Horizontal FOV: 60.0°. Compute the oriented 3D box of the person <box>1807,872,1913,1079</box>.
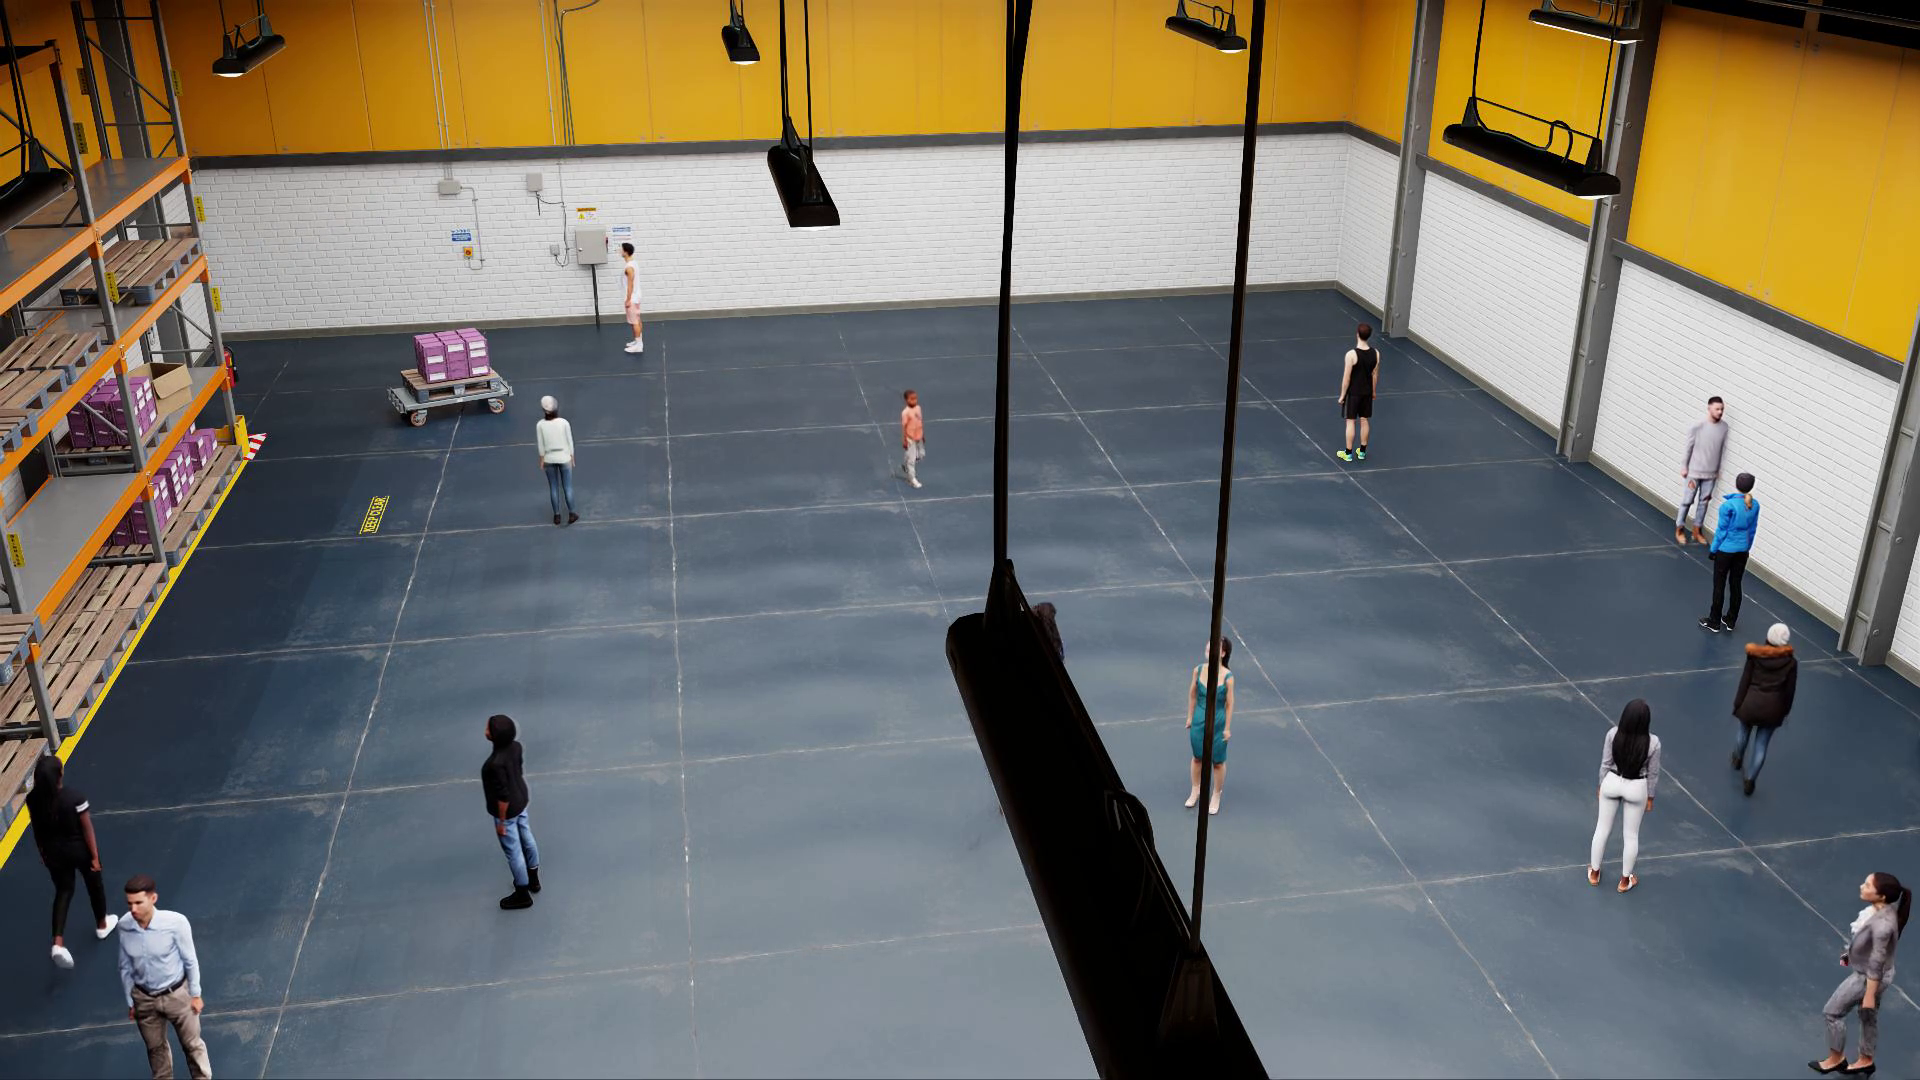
[{"bbox_3d":[6.273,3.013,11.309,0.826,1.659,0.767,17,29,33],"label":"person"}]

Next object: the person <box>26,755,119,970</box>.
[{"bbox_3d":[-6.767,2.434,12.576,0.686,1.705,1.074,-2,24,-4],"label":"person"}]

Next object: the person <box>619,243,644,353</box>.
[{"bbox_3d":[-5.332,-3.961,27.100,0.728,1.789,0.554,0,24,-1],"label":"person"}]

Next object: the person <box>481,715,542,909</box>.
[{"bbox_3d":[-3.576,2.145,13.242,0.701,1.701,0.577,4,24,8],"label":"person"}]

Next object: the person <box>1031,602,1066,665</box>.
[{"bbox_3d":[0.719,1.338,15.234,0.962,1.583,1.116,10,26,22],"label":"person"}]

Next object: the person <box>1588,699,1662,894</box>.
[{"bbox_3d":[5.370,2.044,13.443,0.671,1.725,0.712,13,27,27],"label":"person"}]

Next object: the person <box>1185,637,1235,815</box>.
[{"bbox_3d":[2.182,1.611,14.482,0.620,1.686,0.667,14,27,29],"label":"person"}]

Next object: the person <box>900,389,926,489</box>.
[{"bbox_3d":[-0.658,-1.354,21.743,0.774,1.303,0.691,21,31,39],"label":"person"}]

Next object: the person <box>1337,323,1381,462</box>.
[{"bbox_3d":[5.387,-1.996,22.480,0.693,1.889,0.565,-6,24,-13],"label":"person"}]

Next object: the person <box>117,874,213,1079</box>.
[{"bbox_3d":[-5.297,3.015,11.067,0.660,1.848,0.627,-2,24,-4],"label":"person"}]

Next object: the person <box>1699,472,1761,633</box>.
[{"bbox_3d":[8.235,0.123,17.746,0.619,1.797,0.519,-3,24,-7],"label":"person"}]

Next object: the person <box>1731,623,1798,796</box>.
[{"bbox_3d":[7.126,1.519,14.782,0.898,1.613,0.999,10,26,22],"label":"person"}]

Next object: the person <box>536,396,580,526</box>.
[{"bbox_3d":[-4.962,-0.994,20.489,0.561,1.647,0.486,-4,24,-8],"label":"person"}]

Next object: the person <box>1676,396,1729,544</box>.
[{"bbox_3d":[8.903,-0.869,19.964,0.720,1.839,0.645,0,24,1],"label":"person"}]
